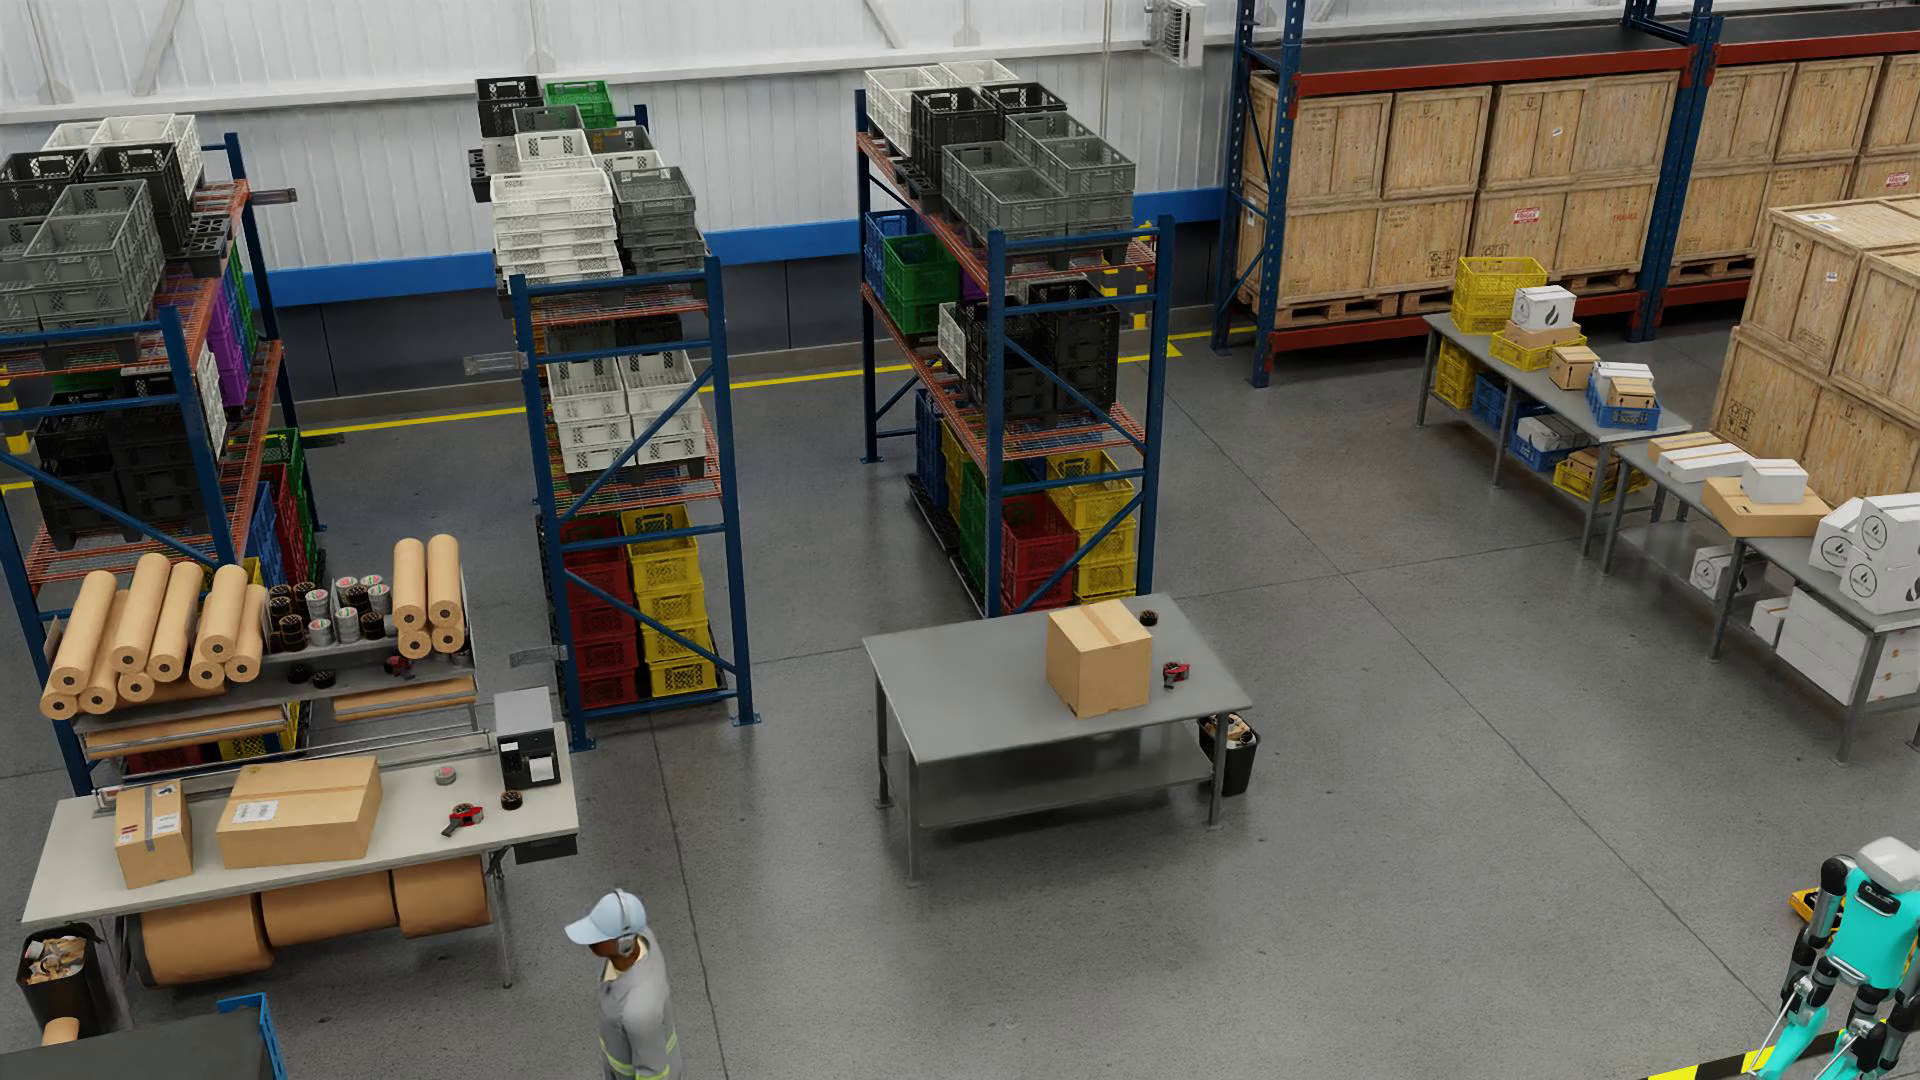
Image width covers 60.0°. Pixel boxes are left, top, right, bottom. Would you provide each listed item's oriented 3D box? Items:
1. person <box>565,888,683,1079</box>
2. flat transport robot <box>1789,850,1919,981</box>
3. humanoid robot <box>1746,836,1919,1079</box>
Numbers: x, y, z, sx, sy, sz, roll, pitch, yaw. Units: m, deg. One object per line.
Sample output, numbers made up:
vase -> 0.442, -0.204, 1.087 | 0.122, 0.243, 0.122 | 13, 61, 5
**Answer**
person -> -1.295, 2.131, 6.639 | 0.369, 1.852, 0.591 | -9, 30, -16
flat transport robot -> 5.163, 1.916, 8.676 | 1.431, 0.231, 0.659 | -8, 30, -14
humanoid robot -> 3.504, 2.017, 6.827 | 0.735, 1.677, 0.533 | -16, 33, -27
